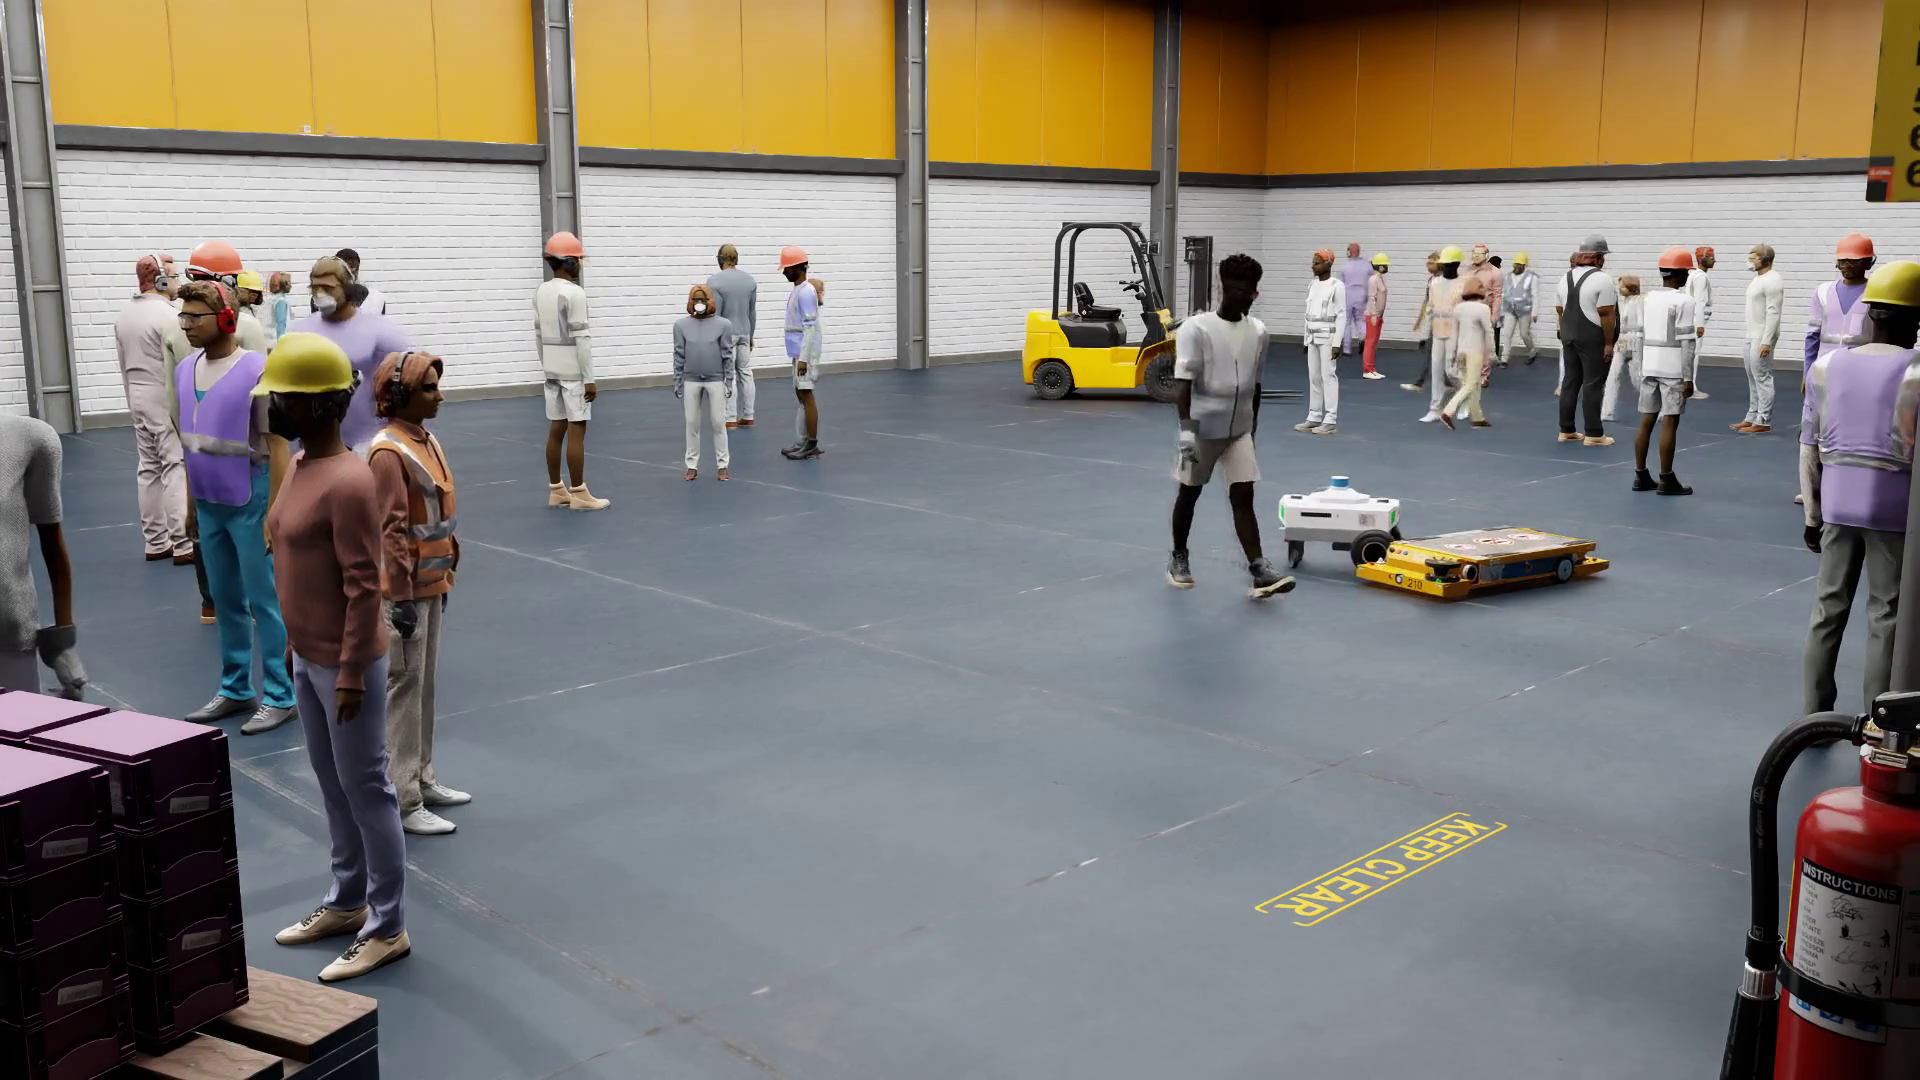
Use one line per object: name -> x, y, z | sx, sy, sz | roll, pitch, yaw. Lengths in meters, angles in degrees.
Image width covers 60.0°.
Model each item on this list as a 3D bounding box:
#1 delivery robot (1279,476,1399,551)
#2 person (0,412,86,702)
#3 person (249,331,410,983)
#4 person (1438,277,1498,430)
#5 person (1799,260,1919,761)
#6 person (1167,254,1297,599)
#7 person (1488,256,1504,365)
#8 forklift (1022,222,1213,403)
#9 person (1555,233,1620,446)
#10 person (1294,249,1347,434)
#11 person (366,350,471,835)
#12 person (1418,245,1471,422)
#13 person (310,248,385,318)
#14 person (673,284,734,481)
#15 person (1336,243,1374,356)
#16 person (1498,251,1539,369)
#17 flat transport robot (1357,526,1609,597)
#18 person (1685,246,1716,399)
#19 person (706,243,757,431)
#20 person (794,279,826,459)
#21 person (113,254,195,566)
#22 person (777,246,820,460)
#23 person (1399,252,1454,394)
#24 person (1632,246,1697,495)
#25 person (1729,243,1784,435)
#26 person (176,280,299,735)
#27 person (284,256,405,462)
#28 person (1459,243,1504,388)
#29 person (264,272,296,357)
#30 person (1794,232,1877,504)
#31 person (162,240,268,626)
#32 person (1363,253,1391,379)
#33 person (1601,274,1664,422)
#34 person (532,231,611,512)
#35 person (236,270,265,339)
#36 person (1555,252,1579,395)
delivery robot -> 2.304, -0.145, 10.131 | 0.707, 0.478, 0.477 | 3, 11, 16
person -> -2.612, 0.295, 4.401 | 0.518, 1.874, 0.329 | -4, 11, -20
person -> -1.736, 0.316, 4.569 | 0.307, 1.770, 0.525 | -9, 13, -39
person -> 5.298, -1.942, 17.320 | 0.763, 1.597, 0.493 | -4, 11, -20
person -> 3.530, -0.104, 6.421 | 0.364, 1.927, 0.587 | -7, 12, -32
person -> 1.469, -0.624, 9.295 | 0.679, 1.909, 0.986 | -4, 11, -20
person -> 8.361, -3.606, 26.140 | 0.320, 1.697, 0.531 | -10, 14, -42
forklift -> 1.935, -2.847, 20.651 | 2.313, 2.155, 1.214 | 2, 11, 13
person -> 6.125, -1.942, 16.136 | 0.538, 2.000, 0.684 | -4, 11, -23
person -> 3.707, -2.028, 17.031 | 0.341, 1.882, 0.586 | -4, 11, -23
person -> -1.865, 0.174, 5.689 | 0.312, 1.639, 0.518 | -1, 10, -5
person -> 5.257, -2.221, 17.982 | 0.503, 1.917, 0.606 | -6, 12, -31
person -> -4.846, -1.356, 13.269 | 0.596, 1.918, 0.380 | -8, 13, -37
person -> -2.115, -1.296, 13.746 | 0.502, 1.627, 0.277 | 0, 10, 0
person -> 6.566, -4.009, 27.797 | 0.673, 1.894, 0.448 | -1, 10, -7
person -> 8.559, -3.513, 25.400 | 0.628, 1.794, 0.814 | 9, 13, 39
flat transport robot -> 3.088, 0.109, 9.778 | 1.431, 0.197, 0.652 | -6, 12, -32
person -> 9.184, -2.704, 20.720 | 0.358, 1.882, 0.574 | 3, 11, 14
person -> -2.379, -2.103, 17.293 | 0.375, 1.939, 0.628 | 9, 14, 41
person -> -1.376, -1.567, 15.212 | 0.276, 1.632, 0.543 | 0, 10, -1
person -> -4.887, -0.800, 10.269 | 0.639, 1.911, 0.402 | 8, 13, 35
person -> -1.459, -1.690, 15.071 | 0.372, 1.928, 0.543 | -2, 11, -13
person -> 5.991, -2.768, 21.291 | 0.892, 1.805, 0.515 | -1, 10, -5
person -> 5.531, -1.318, 13.010 | 0.354, 1.939, 0.544 | -4, 11, -23
person -> 8.150, -2.039, 16.944 | 0.353, 1.936, 0.635 | 2, 11, 10
person -> -2.949, -0.134, 6.806 | 0.565, 1.845, 0.384 | 6, 12, 30
person -> -3.116, -0.484, 8.508 | 0.638, 1.923, 0.476 | 1, 10, 3
person -> 6.882, -2.988, 22.189 | 0.646, 1.913, 0.409 | 10, 14, 43
person -> -7.338, -2.100, 18.135 | 0.787, 1.604, 0.549 | -7, 13, -34
person -> 6.557, -1.245, 12.332 | 0.391, 2.039, 0.615 | -9, 14, -41
person -> -3.799, -0.543, 8.630 | 0.608, 1.995, 0.377 | 3, 11, 14
person -> 5.898, -3.159, 23.518 | 0.321, 1.769, 0.523 | 5, 12, 27
person -> 7.310, -2.066, 17.982 | 0.796, 1.605, 0.531 | 0, 10, 0
person -> -2.870, -1.226, 12.216 | 0.607, 2.047, 0.366 | 10, 14, 42
person -> -5.775, -1.317, 13.554 | 0.313, 1.738, 0.483 | -1, 10, -4
person -> 7.736, -2.682, 20.761 | 0.634, 1.824, 0.704 | -1, 10, -3
